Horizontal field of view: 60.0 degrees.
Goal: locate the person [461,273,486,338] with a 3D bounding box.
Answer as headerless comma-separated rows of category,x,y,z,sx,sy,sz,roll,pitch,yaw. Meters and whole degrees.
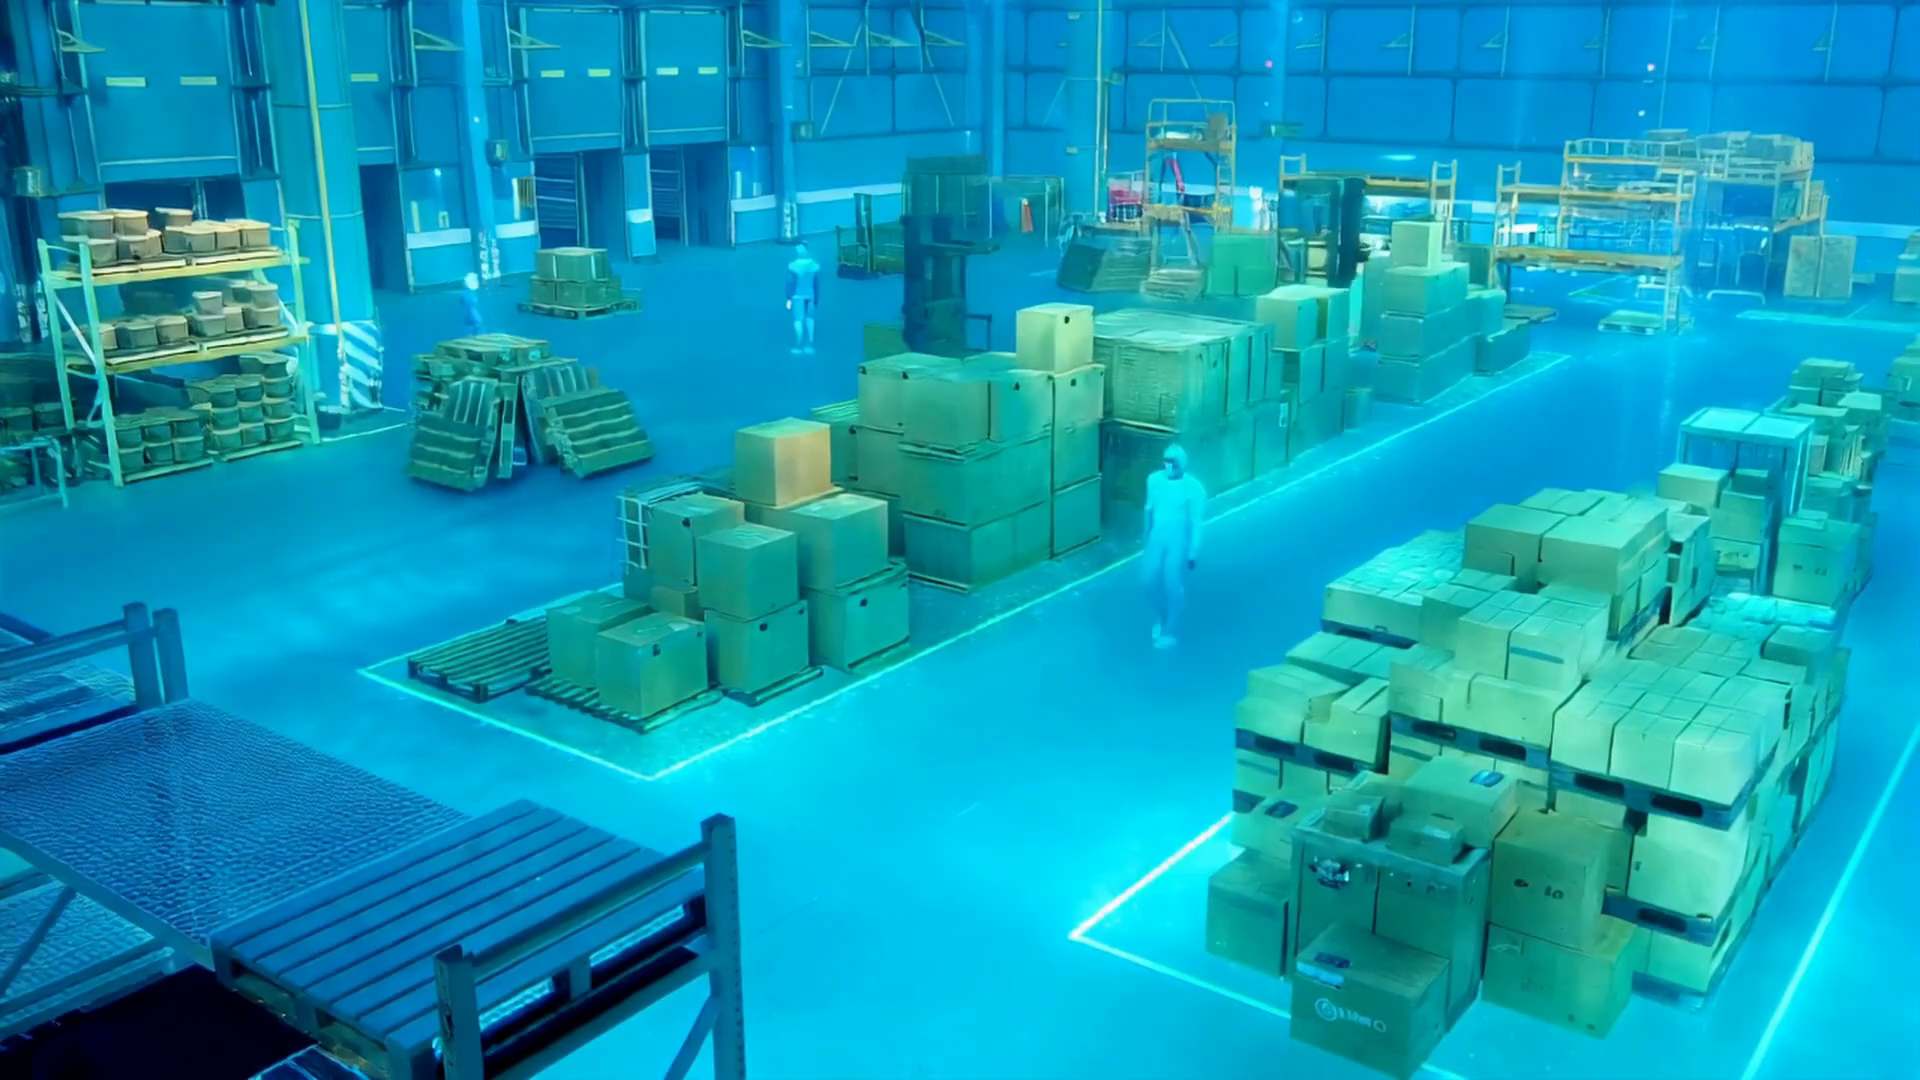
person,-8.195,-3.655,27.973,0.893,1.650,0.530,0,17,-2

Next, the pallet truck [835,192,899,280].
pallet truck,-1.936,-7.159,38.982,1.885,1.965,0.823,-12,21,-34

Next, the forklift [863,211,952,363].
forklift,-0.528,-3.704,26.040,1.873,2.768,1.129,12,21,35

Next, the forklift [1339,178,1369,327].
forklift,7.553,-5.562,32.193,1.873,2.768,1.129,3,17,10

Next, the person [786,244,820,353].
person,-2.787,-4.297,29.634,0.639,1.927,0.387,-9,19,-28

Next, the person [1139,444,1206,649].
person,1.928,0.055,15.206,0.660,1.929,0.419,16,23,42
